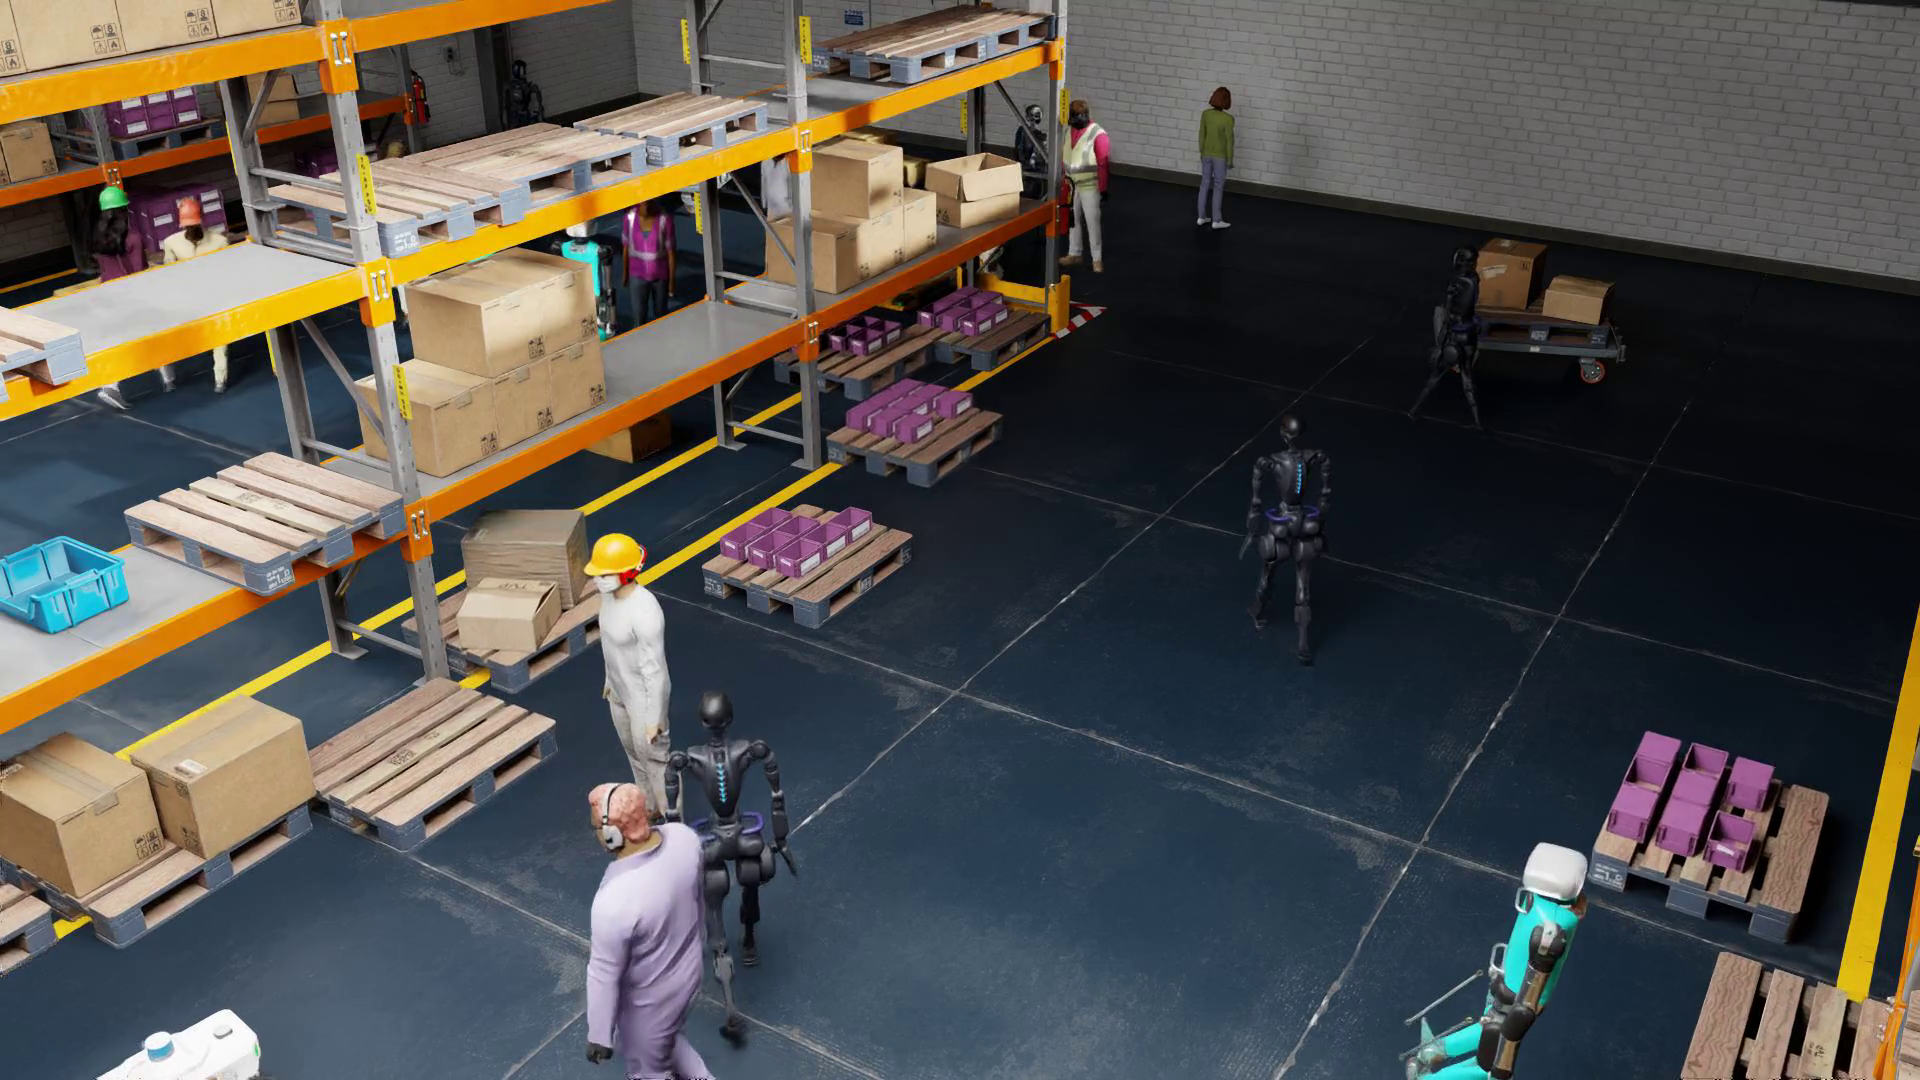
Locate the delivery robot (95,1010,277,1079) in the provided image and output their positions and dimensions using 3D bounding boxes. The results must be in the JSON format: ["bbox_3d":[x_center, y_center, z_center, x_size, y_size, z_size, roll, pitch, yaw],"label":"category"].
[{"bbox_3d":[-3.386,2.376,7.197,0.499,0.592,0.771,22,34,36],"label":"delivery robot"}]

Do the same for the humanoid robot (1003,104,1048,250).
[{"bbox_3d":[0.728,-4.071,18.739,0.750,1.642,0.586,-21,34,-35],"label":"humanoid robot"}]

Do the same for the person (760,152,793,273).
[{"bbox_3d":[-1.824,-3.517,17.528,0.592,1.725,0.681,24,36,39],"label":"person"}]

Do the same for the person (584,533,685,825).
[{"bbox_3d":[-1.730,0.811,8.814,0.379,1.888,0.564,-18,32,-31],"label":"person"}]

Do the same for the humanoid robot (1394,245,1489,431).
[{"bbox_3d":[4.193,-1.731,14.110,0.797,1.613,0.593,21,34,35],"label":"humanoid robot"}]

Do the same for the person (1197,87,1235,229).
[{"bbox_3d":[3.008,-4.493,19.540,0.277,1.632,0.501,-20,33,-35],"label":"person"}]

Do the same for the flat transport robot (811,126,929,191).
[{"bbox_3d":[-1.086,-4.008,20.095,1.431,0.231,0.659,22,34,36],"label":"flat transport robot"}]

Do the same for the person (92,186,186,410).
[{"bbox_3d":[-7.307,-2.120,14.579,0.522,1.907,0.870,5,27,9],"label":"person"}]

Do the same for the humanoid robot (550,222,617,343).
[{"bbox_3d":[-3.165,-1.926,14.409,0.559,1.802,0.845,3,27,5],"label":"humanoid robot"}]

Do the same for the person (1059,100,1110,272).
[{"bbox_3d":[1.347,-3.841,18.074,0.432,1.826,0.706,-24,36,-39],"label":"person"}]

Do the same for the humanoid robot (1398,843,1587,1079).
[{"bbox_3d":[2.055,1.941,6.740,0.715,1.772,0.540,10,29,19],"label":"humanoid robot"}]

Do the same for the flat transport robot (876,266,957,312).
[{"bbox_3d":[-0.465,-2.733,17.583,0.659,0.231,1.431,16,31,29],"label":"flat transport robot"}]

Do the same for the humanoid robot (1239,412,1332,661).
[{"bbox_3d":[2.136,-0.050,10.780,0.601,1.630,0.761,-5,27,-10],"label":"humanoid robot"}]

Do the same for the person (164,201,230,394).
[{"bbox_3d":[-6.844,-2.264,15.075,0.565,1.705,0.915,-4,27,-8],"label":"person"}]

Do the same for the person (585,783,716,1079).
[{"bbox_3d":[-1.262,1.825,6.818,0.443,1.884,0.706,8,28,15],"label":"person"}]

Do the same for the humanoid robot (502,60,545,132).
[{"bbox_3d":[-5.452,-5.196,20.878,0.589,1.643,0.399,5,27,10],"label":"humanoid robot"}]

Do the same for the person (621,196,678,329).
[{"bbox_3d":[-2.845,-2.399,15.213,0.551,1.814,0.728,-1,27,-3],"label":"person"}]

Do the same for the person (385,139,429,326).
[{"bbox_3d":[-5.352,-2.943,16.175,0.649,1.915,0.469,-3,27,-7],"label":"person"}]

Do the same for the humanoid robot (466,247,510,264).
[{"bbox_3d":[-4.219,-1.847,14.266,0.547,1.780,1.012,16,31,29],"label":"humanoid robot"}]

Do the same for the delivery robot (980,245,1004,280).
[{"bbox_3d":[0.079,-3.066,17.908,0.754,0.581,0.499,12,29,22],"label":"delivery robot"}]

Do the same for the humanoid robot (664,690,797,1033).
[{"bbox_3d":[-1.067,1.491,7.782,0.613,1.637,0.802,-6,28,-12],"label":"humanoid robot"}]
